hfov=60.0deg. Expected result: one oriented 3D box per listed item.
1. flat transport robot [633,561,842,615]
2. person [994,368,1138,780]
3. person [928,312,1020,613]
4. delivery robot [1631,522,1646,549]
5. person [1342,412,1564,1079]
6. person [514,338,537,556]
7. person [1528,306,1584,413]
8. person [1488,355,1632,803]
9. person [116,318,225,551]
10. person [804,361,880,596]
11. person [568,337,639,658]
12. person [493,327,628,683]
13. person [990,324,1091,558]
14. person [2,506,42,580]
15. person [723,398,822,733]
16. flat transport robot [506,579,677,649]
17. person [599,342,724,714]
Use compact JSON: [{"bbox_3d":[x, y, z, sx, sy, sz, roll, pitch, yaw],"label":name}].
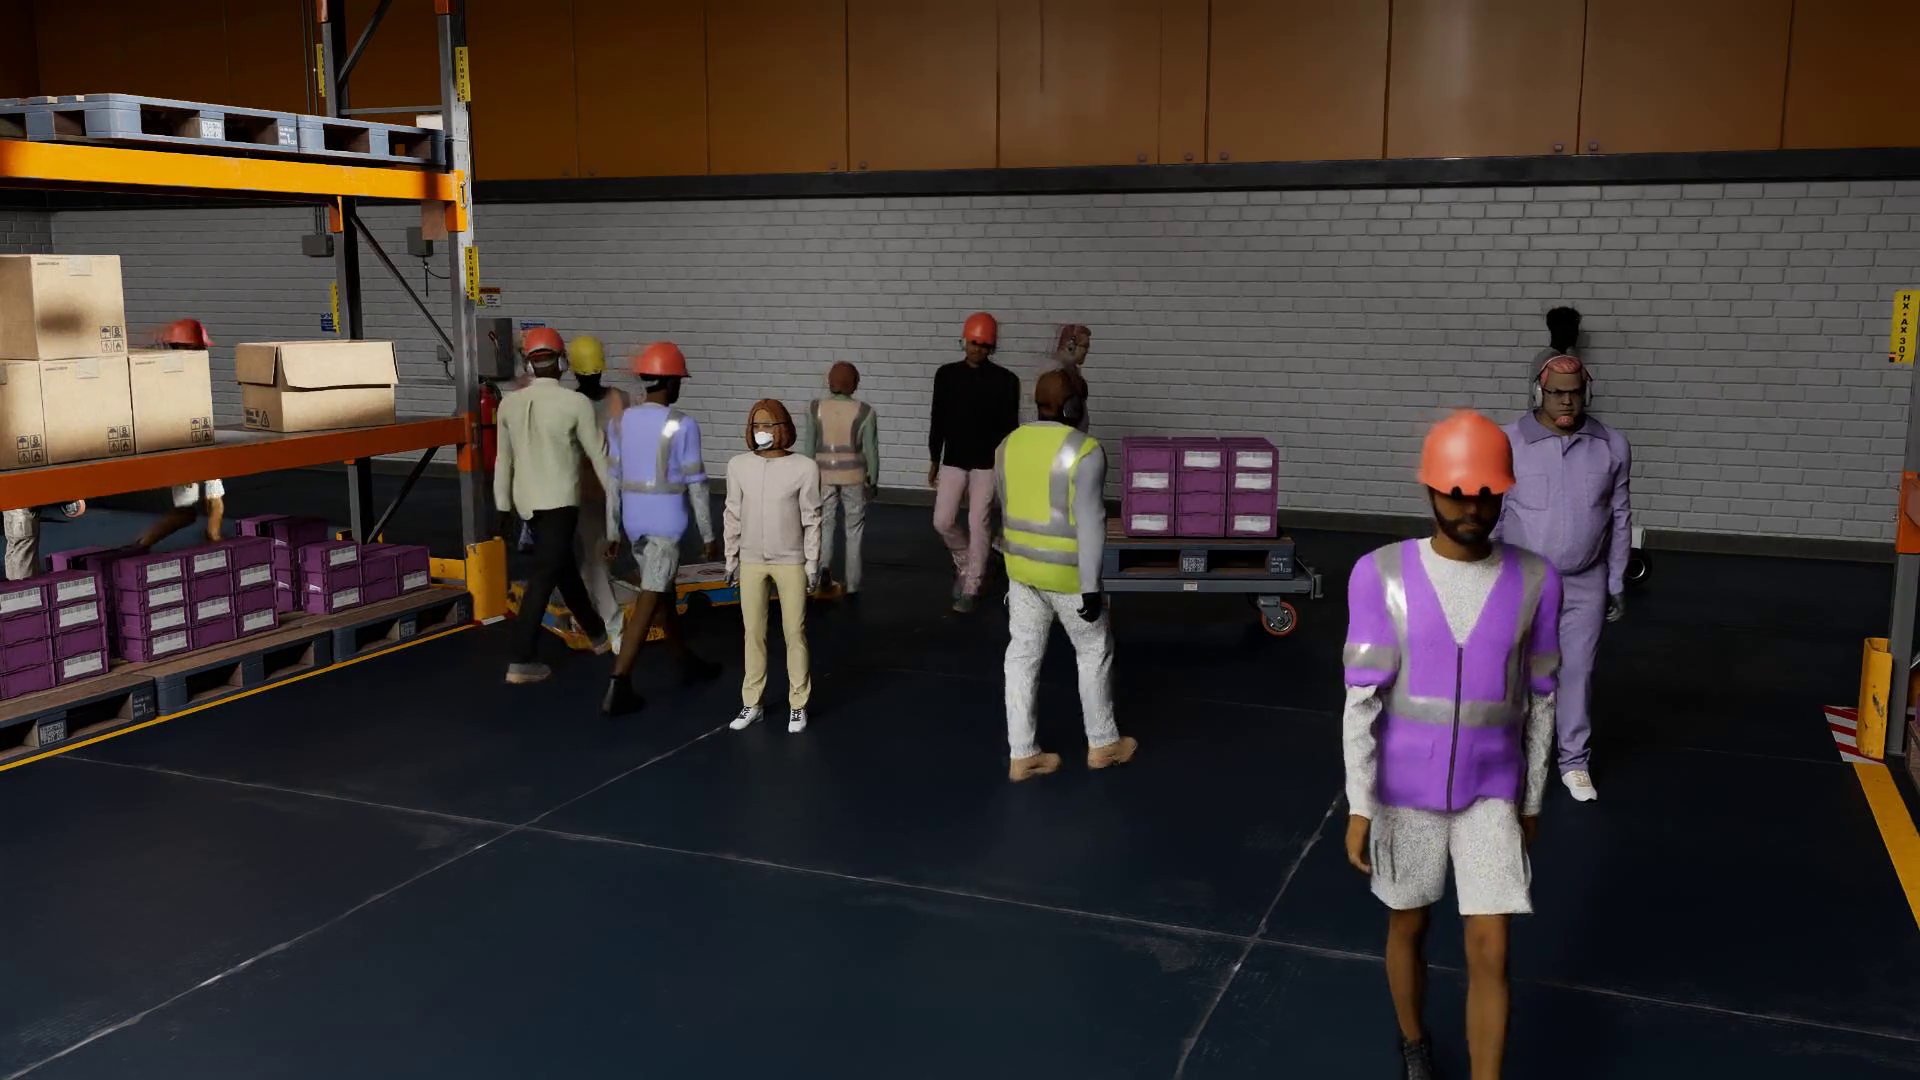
[{"bbox_3d":[-1.578,0.299,11.181,1.431,0.197,0.652,-6,11,-31],"label":"flat transport robot"},{"bbox_3d":[0.504,0.143,7.443,0.784,1.815,0.661,-9,13,-44],"label":"person"},{"bbox_3d":[0.080,-0.506,10.911,0.635,1.970,0.456,4,10,22],"label":"person"},{"bbox_3d":[4.516,-0.014,11.934,0.707,0.478,0.477,0,9,0],"label":"delivery robot"},{"bbox_3d":[1.223,0.651,4.117,0.555,1.906,0.822,2,9,9],"label":"person"},{"bbox_3d":[-3.165,-0.682,12.626,0.370,1.764,0.546,-6,11,-34],"label":"person"},{"bbox_3d":[4.586,-0.815,12.891,0.361,1.964,0.678,1,9,4],"label":"person"},{"bbox_3d":[2.509,0.172,7.040,0.646,1.900,0.403,1,9,3],"label":"person"},{"bbox_3d":[-5.424,-0.583,11.568,0.808,1.916,0.550,-1,9,-6],"label":"person"},{"bbox_3d":[-0.814,-0.399,11.282,0.530,1.624,0.501,2,9,9],"label":"person"},{"bbox_3d":[-2.179,-0.278,9.907,0.604,1.867,1.017,-7,11,-35],"label":"person"},{"bbox_3d":[-2.234,-0.216,9.293,0.641,1.920,1.083,5,11,29],"label":"person"},{"bbox_3d":[0.697,-0.692,12.431,1.017,1.850,0.686,2,9,9],"label":"person"},{"bbox_3d":[-5.928,-0.275,10.523,0.308,1.640,0.511,-8,12,-40],"label":"person"},{"bbox_3d":[-0.915,0.126,8.111,0.500,1.633,0.281,2,10,12],"label":"person"},{"bbox_3d":[-2.320,0.424,10.421,0.652,0.197,1.431,-6,11,-31],"label":"flat transport robot"},{"bbox_3d":[-1.569,-0.078,8.608,0.562,1.886,1.012,6,11,31],"label":"person"}]
